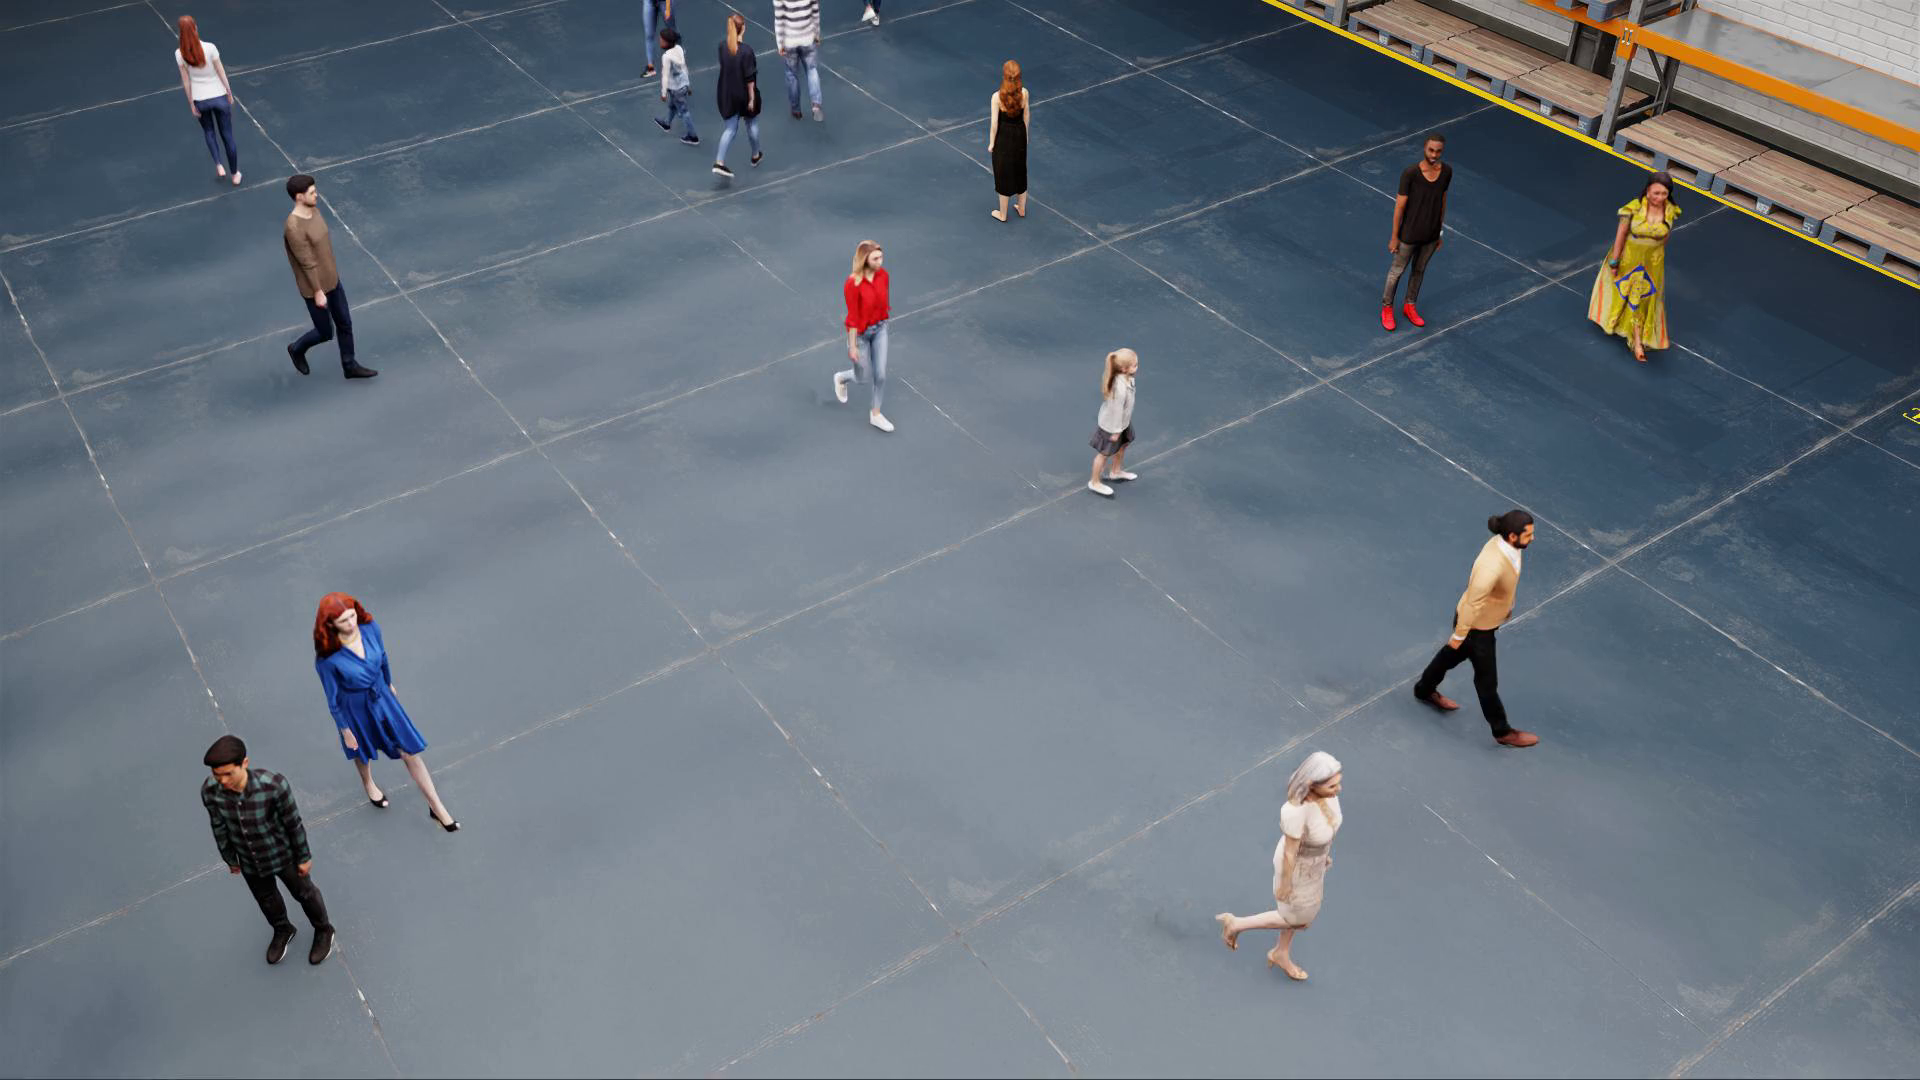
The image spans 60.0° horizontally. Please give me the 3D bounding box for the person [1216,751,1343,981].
[{"bbox_3d":[1.749,1.750,9.025,0.900,1.723,0.785,20,43,24],"label":"person"}]

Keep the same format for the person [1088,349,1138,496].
[{"bbox_3d":[1.149,-0.925,12.741,0.731,1.265,0.672,8,39,10],"label":"person"}]

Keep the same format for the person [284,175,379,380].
[{"bbox_3d":[-5.375,-2.124,13.762,1.058,1.865,1.017,4,39,5],"label":"person"}]

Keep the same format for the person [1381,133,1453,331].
[{"bbox_3d":[4.004,-2.711,14.546,0.717,1.804,0.657,-9,40,-11],"label":"person"}]

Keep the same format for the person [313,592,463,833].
[{"bbox_3d":[-3.597,0.986,9.926,1.131,1.792,0.826,26,45,28],"label":"person"}]

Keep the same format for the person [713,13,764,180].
[{"bbox_3d":[-2.293,-4.454,16.851,1.079,1.652,1.014,20,43,23],"label":"person"}]

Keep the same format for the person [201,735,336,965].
[{"bbox_3d":[-3.809,1.686,9.134,0.733,1.709,0.713,-2,39,-2],"label":"person"}]

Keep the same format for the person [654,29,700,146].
[{"bbox_3d":[-2.948,-4.779,17.596,0.910,1.229,0.740,17,42,20],"label":"person"}]

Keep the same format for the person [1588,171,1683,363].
[{"bbox_3d":[5.813,-2.449,14.368,1.180,1.617,1.296,2,39,2],"label":"person"}]

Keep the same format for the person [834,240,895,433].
[{"bbox_3d":[-0.794,-1.662,13.324,0.669,1.690,0.883,-29,47,-31],"label":"person"}]

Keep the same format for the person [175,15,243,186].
[{"bbox_3d":[-7.501,-4.356,16.668,0.622,1.726,0.657,-12,40,-15],"label":"person"}]

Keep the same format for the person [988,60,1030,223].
[{"bbox_3d":[0.487,-3.871,16.143,0.615,1.624,0.618,-15,41,-18],"label":"person"}]

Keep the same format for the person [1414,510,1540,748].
[{"bbox_3d":[3.231,0.493,10.608,1.212,1.712,0.975,22,43,25],"label":"person"}]

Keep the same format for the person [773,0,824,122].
[{"bbox_3d":[-1.702,-5.317,17.782,0.821,1.838,0.998,-11,40,-13],"label":"person"}]

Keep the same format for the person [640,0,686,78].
[{"bbox_3d":[-3.397,-6.167,19.057,1.098,1.574,1.037,15,41,17],"label":"person"}]
